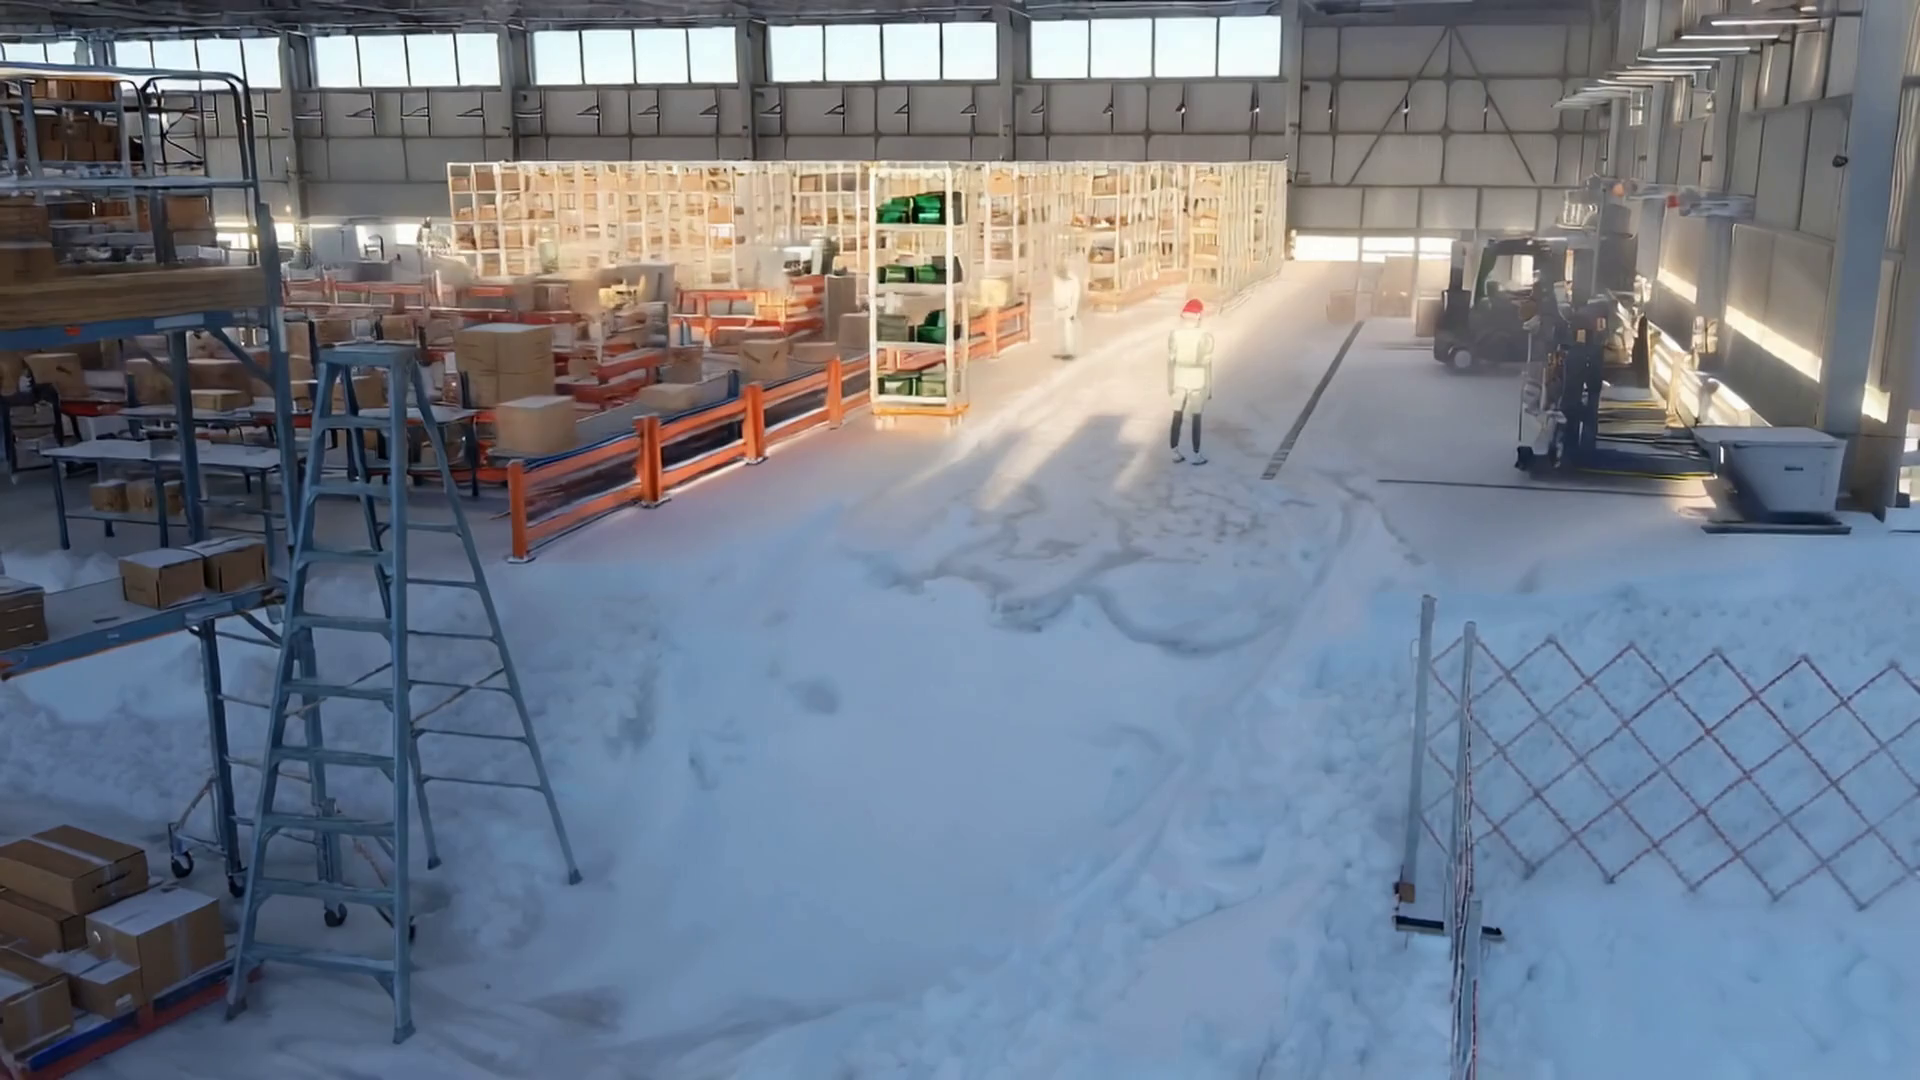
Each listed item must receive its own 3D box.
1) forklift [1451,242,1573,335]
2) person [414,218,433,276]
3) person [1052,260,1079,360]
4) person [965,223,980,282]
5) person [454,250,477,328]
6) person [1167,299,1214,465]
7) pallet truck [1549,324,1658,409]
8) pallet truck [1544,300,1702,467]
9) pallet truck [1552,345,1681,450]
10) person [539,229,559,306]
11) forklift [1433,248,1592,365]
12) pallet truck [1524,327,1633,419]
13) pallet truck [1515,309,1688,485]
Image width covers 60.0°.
[{"bbox_3d":[10.464,-4.597,31.405,2.680,1.987,1.157,4,14,16],"label":"forklift"},{"bbox_3d":[-16.925,-9.243,52.510,0.404,1.826,0.589,8,15,32],"label":"person"},{"bbox_3d":[1.967,-4.271,30.932,0.521,1.867,0.669,-13,18,-43],"label":"person"},{"bbox_3d":[0.309,-8.598,49.724,0.640,1.810,0.623,10,16,37],"label":"person"},{"bbox_3d":[-10.767,-5.460,36.370,0.789,1.735,0.530,1,13,5],"label":"person"},{"bbox_3d":[2.843,-1.947,20.536,0.608,2.034,0.406,8,15,30],"label":"person"},{"bbox_3d":[9.824,-2.669,25.407,1.601,1.201,0.680,4,14,16],"label":"pallet truck"},{"bbox_3d":[8.263,-1.952,20.631,1.885,1.965,0.823,5,14,20],"label":"pallet truck"},{"bbox_3d":[8.641,-1.896,21.908,1.630,1.274,0.653,4,14,16],"label":"pallet truck"},{"bbox_3d":[-10.410,-6.903,42.139,0.437,1.934,0.604,10,16,37],"label":"person"},{"bbox_3d":[9.780,-4.111,29.280,2.680,1.987,1.157,3,13,14],"label":"forklift"},{"bbox_3d":[9.065,-2.460,24.370,1.522,1.261,0.704,3,13,14],"label":"pallet truck"},{"bbox_3d":[7.554,-1.677,19.446,1.885,1.965,0.823,3,13,14],"label":"pallet truck"}]
